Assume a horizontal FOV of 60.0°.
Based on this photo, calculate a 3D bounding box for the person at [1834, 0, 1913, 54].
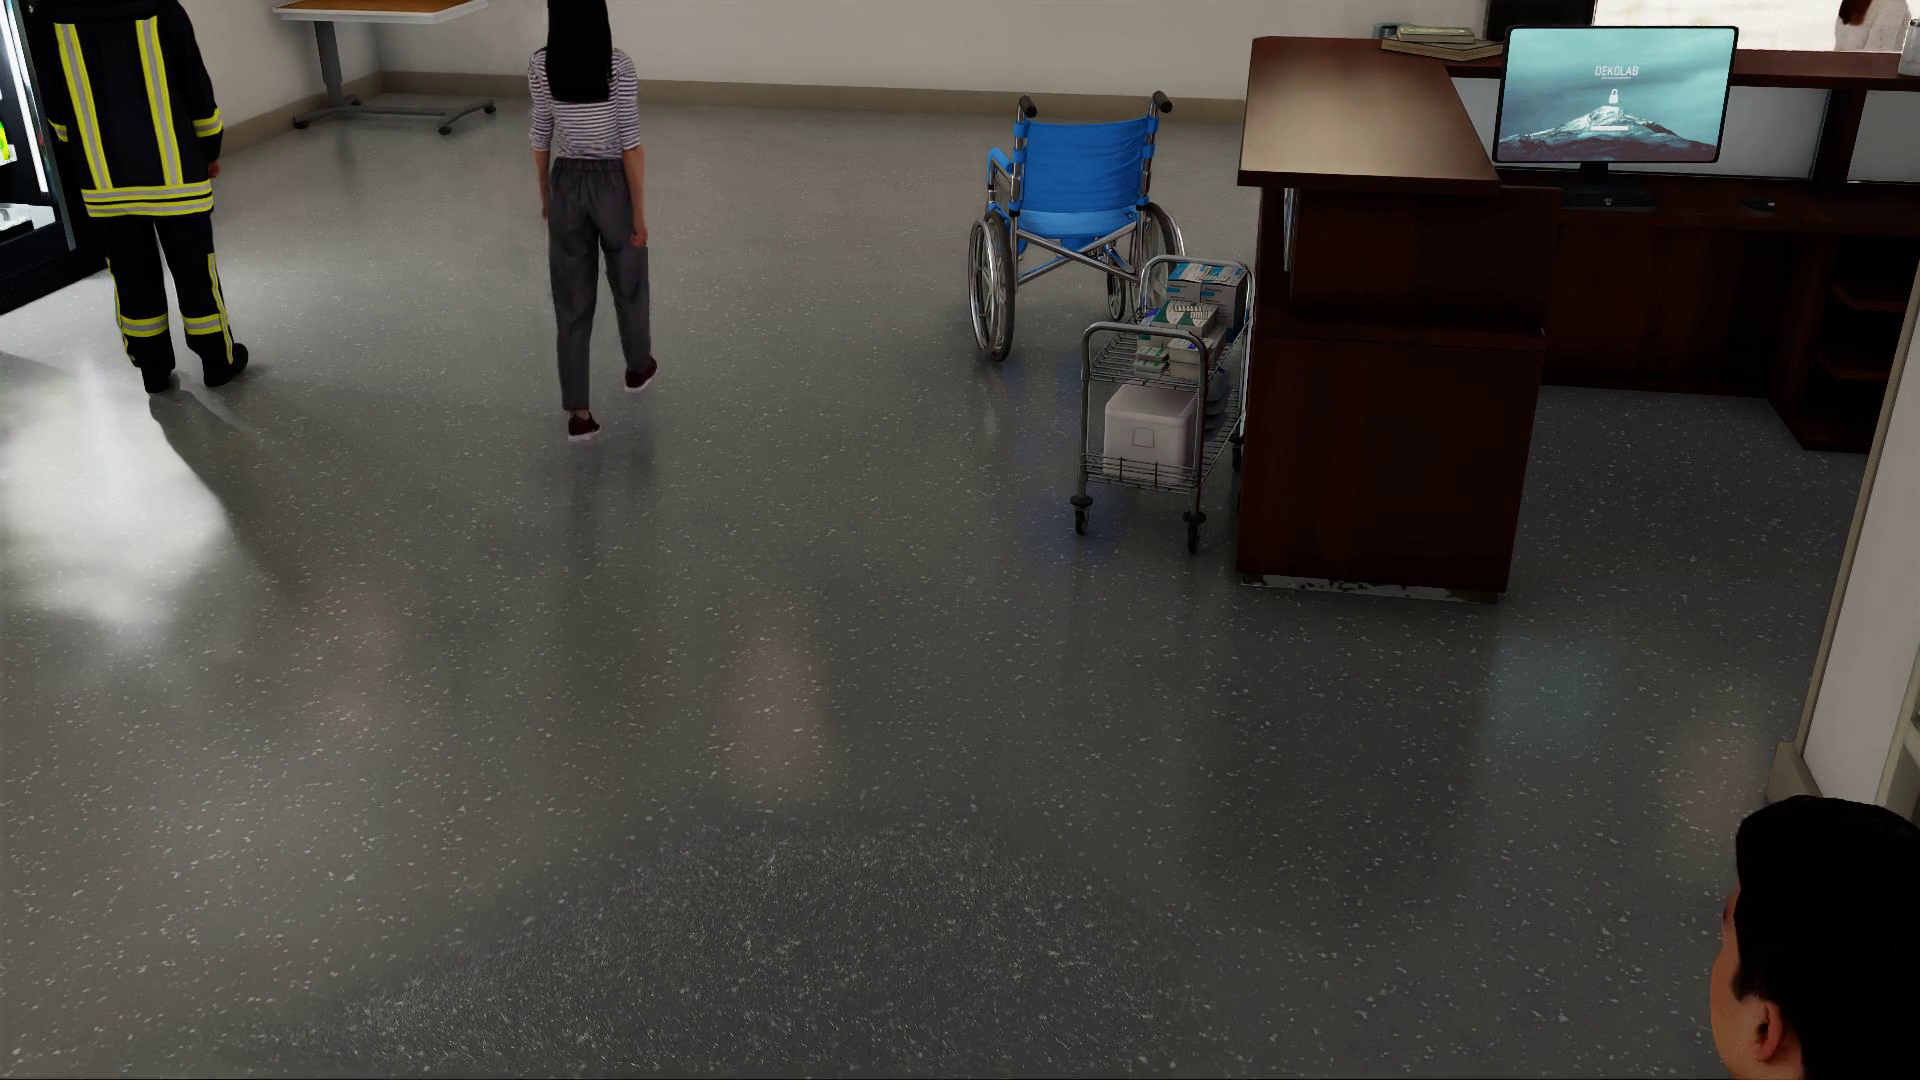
[{"bbox_3d":[4.124,-2.035,7.879,0.816,1.664,0.892,-2,26,-5],"label":"person"}]

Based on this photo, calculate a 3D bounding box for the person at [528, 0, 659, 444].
[{"bbox_3d":[-1.369,-1.168,6.059,0.668,1.684,1.167,2,26,5],"label":"person"}]

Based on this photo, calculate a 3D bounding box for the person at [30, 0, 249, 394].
[{"bbox_3d":[-3.224,-1.535,6.539,0.876,1.928,0.836,-6,26,-13],"label":"person"}]
